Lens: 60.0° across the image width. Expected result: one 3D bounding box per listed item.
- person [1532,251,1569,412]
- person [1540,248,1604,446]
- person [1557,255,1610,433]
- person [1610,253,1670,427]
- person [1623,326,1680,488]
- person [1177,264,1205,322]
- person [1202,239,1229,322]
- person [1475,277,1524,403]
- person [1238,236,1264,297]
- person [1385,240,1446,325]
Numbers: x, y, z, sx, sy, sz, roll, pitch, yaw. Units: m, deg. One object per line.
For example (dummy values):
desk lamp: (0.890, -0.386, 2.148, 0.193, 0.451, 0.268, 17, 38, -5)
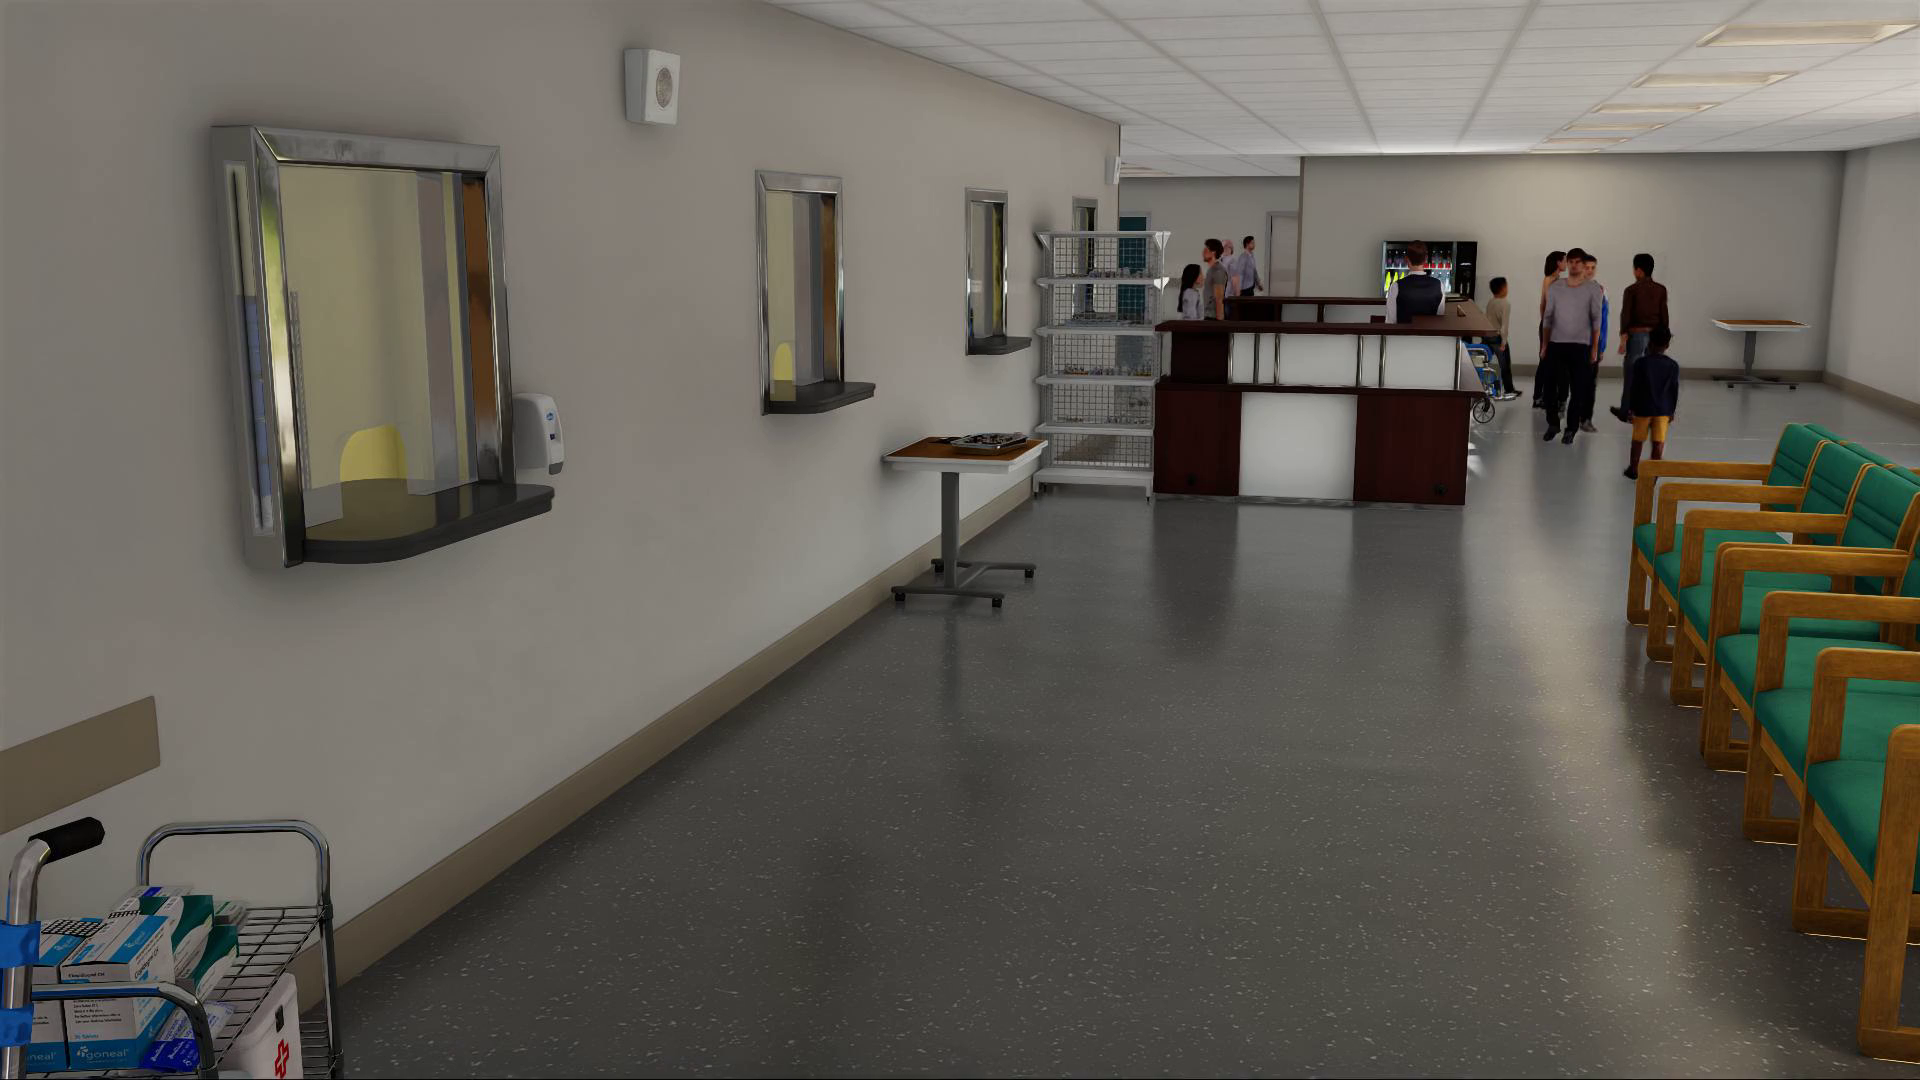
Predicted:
person: (6.613, -2.340, 18.595, 0.656, 1.770, 0.679, -1, 11, -6)
person: (5.772, -1.825, 15.706, 0.645, 1.835, 0.803, 6, 12, 28)
person: (6.200, -1.967, 16.691, 0.865, 1.746, 0.806, 0, 11, 0)
person: (6.907, -1.963, 16.708, 1.091, 1.732, 0.986, 0, 11, 0)
person: (5.478, -1.040, 13.126, 0.680, 1.254, 0.637, 2, 11, 9)
person: (2.499, -2.275, 18.664, 0.748, 1.617, 0.695, 0, 11, 2)
person: (3.112, -2.622, 19.834, 1.049, 1.862, 0.797, 1, 11, 3)
person: (6.094, -2.271, 19.139, 1.021, 1.431, 0.956, -6, 12, -29)
person: (5.198, -4.658, 30.721, 1.258, 1.803, 0.831, 5, 12, 24)
person: (3.788, -1.529, 13.877, 0.560, 1.935, 0.747, 1, 11, 5)
